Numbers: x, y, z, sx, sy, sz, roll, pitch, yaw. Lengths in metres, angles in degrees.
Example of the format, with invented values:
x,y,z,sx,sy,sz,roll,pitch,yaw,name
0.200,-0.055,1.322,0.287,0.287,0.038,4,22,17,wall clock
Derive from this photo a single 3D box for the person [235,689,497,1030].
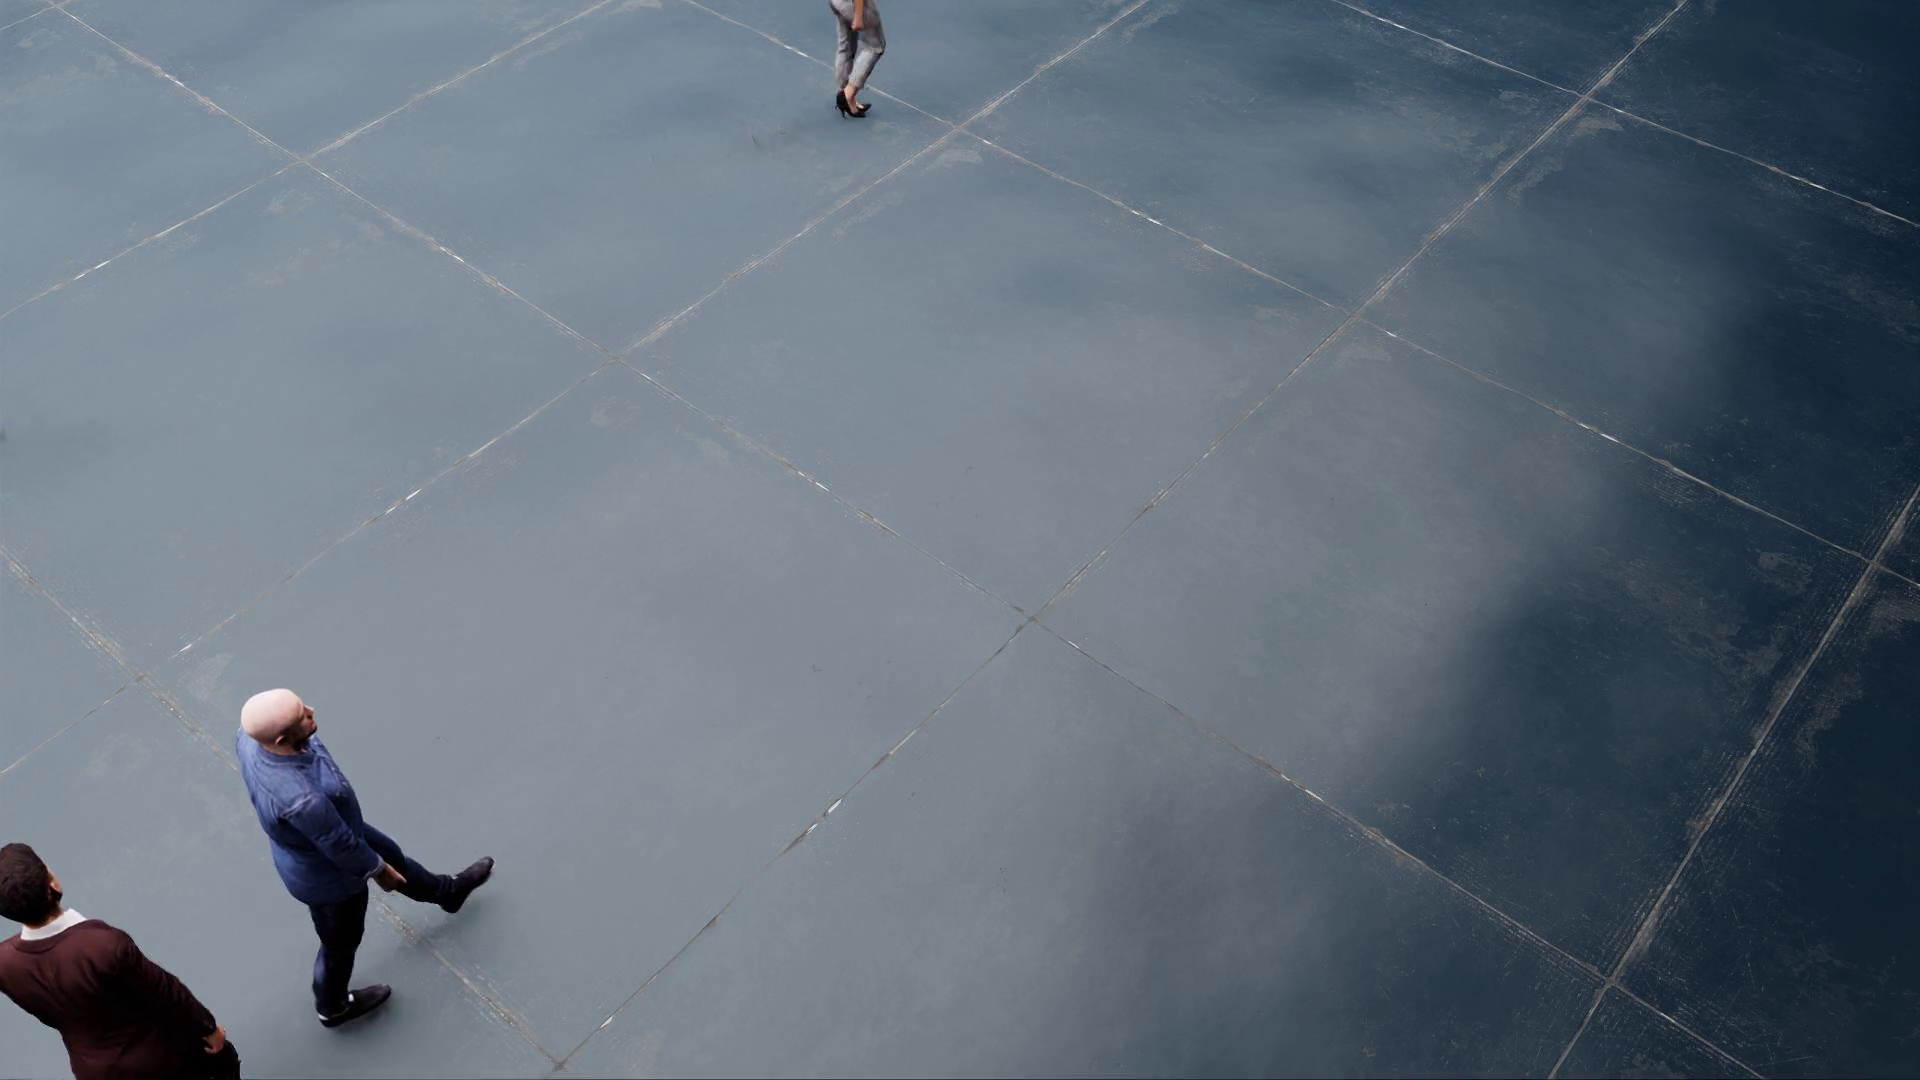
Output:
x,y,z,sx,sy,sz,roll,pitch,yaw,name
-2.382,1.216,6.106,1.183,1.786,0.896,-30,54,-25,person

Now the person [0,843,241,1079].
x,y,z,sx,sy,sz,roll,pitch,yaw,name
-2.798,1.733,5.589,0.936,1.842,0.995,-2,47,-1,person

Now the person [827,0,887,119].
x,y,z,sx,sy,sz,roll,pitch,yaw,name
-0.764,-3.367,10.424,0.699,1.668,0.694,-23,51,-20,person
